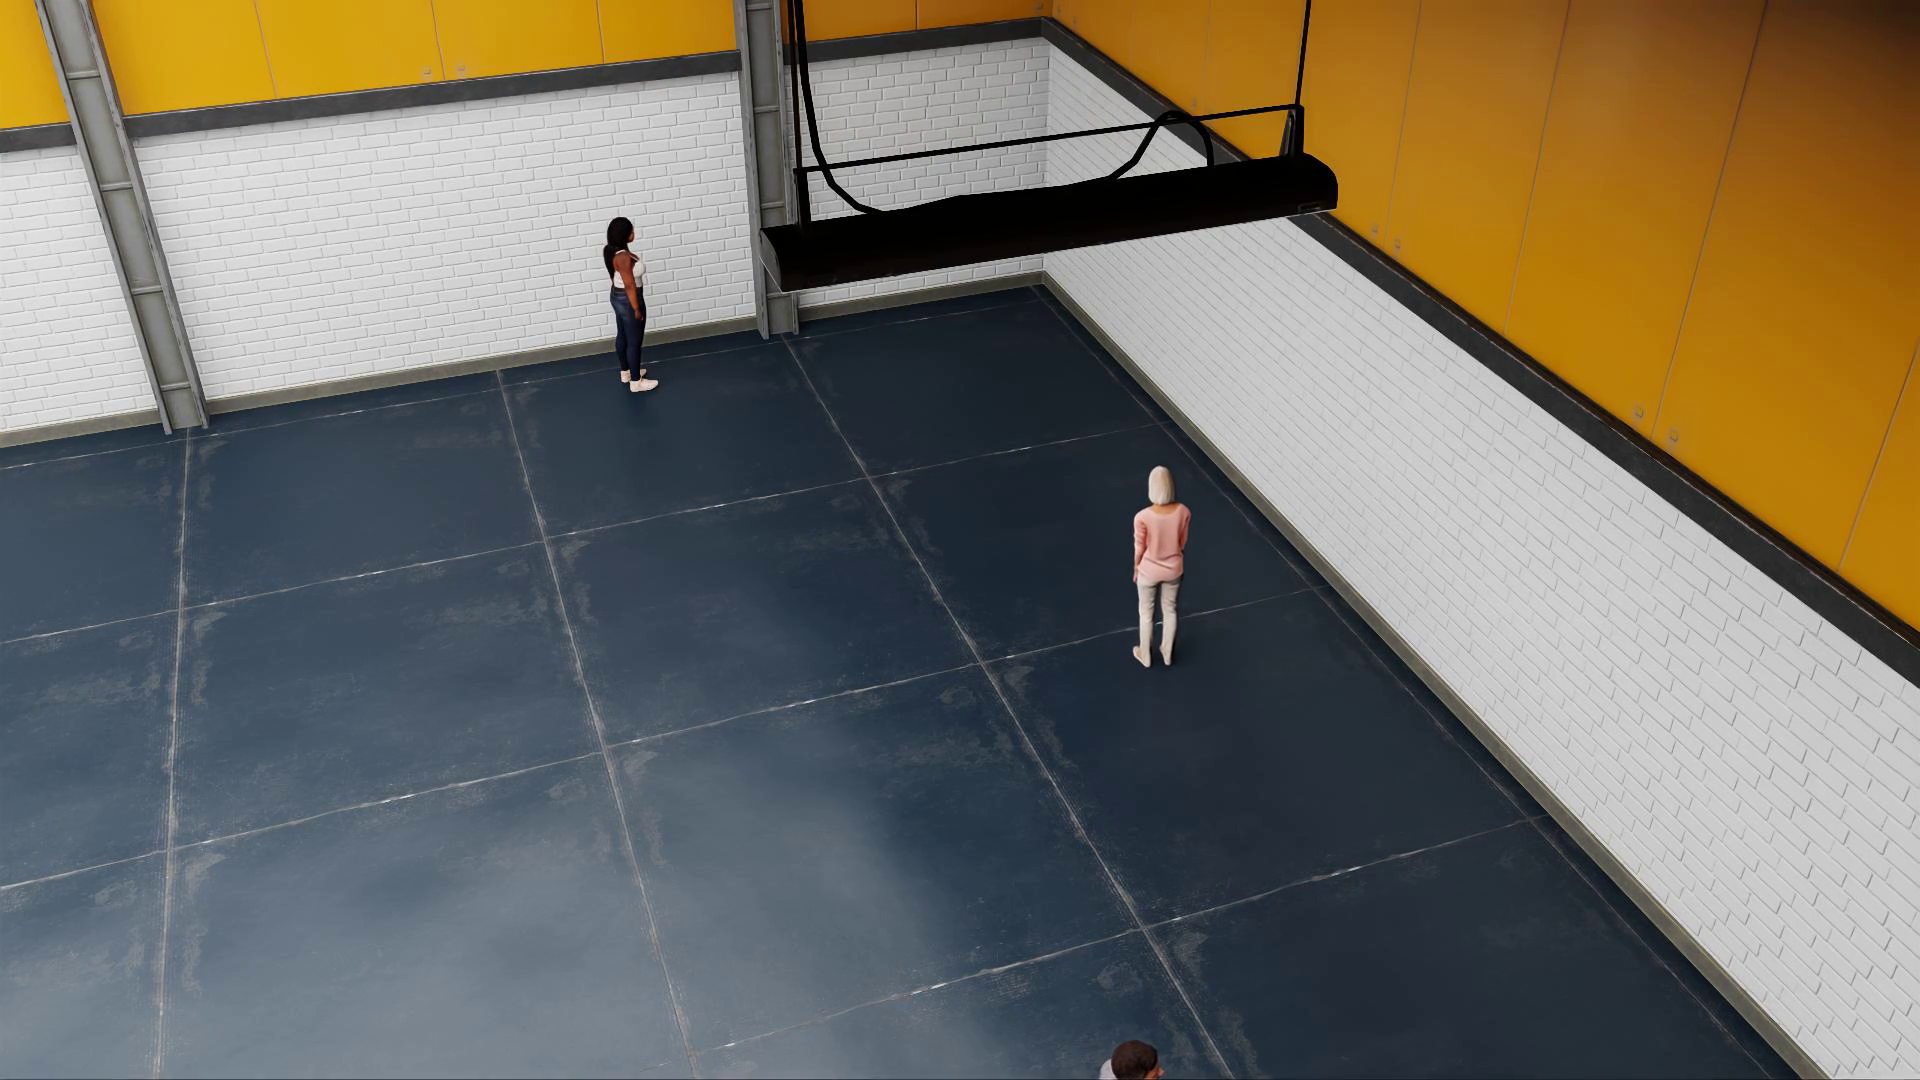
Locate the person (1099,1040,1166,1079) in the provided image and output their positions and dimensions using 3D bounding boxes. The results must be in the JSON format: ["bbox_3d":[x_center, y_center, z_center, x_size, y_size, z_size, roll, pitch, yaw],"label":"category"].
[{"bbox_3d":[0.806,3.144,8.251,0.701,1.874,0.745,-2,34,-3],"label":"person"}]

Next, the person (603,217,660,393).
[{"bbox_3d":[-3.331,-2.360,16.594,0.651,1.804,0.678,-17,37,-24],"label":"person"}]

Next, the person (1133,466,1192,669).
[{"bbox_3d":[1.539,0.220,12.790,0.531,1.718,0.679,-7,34,-10],"label":"person"}]
